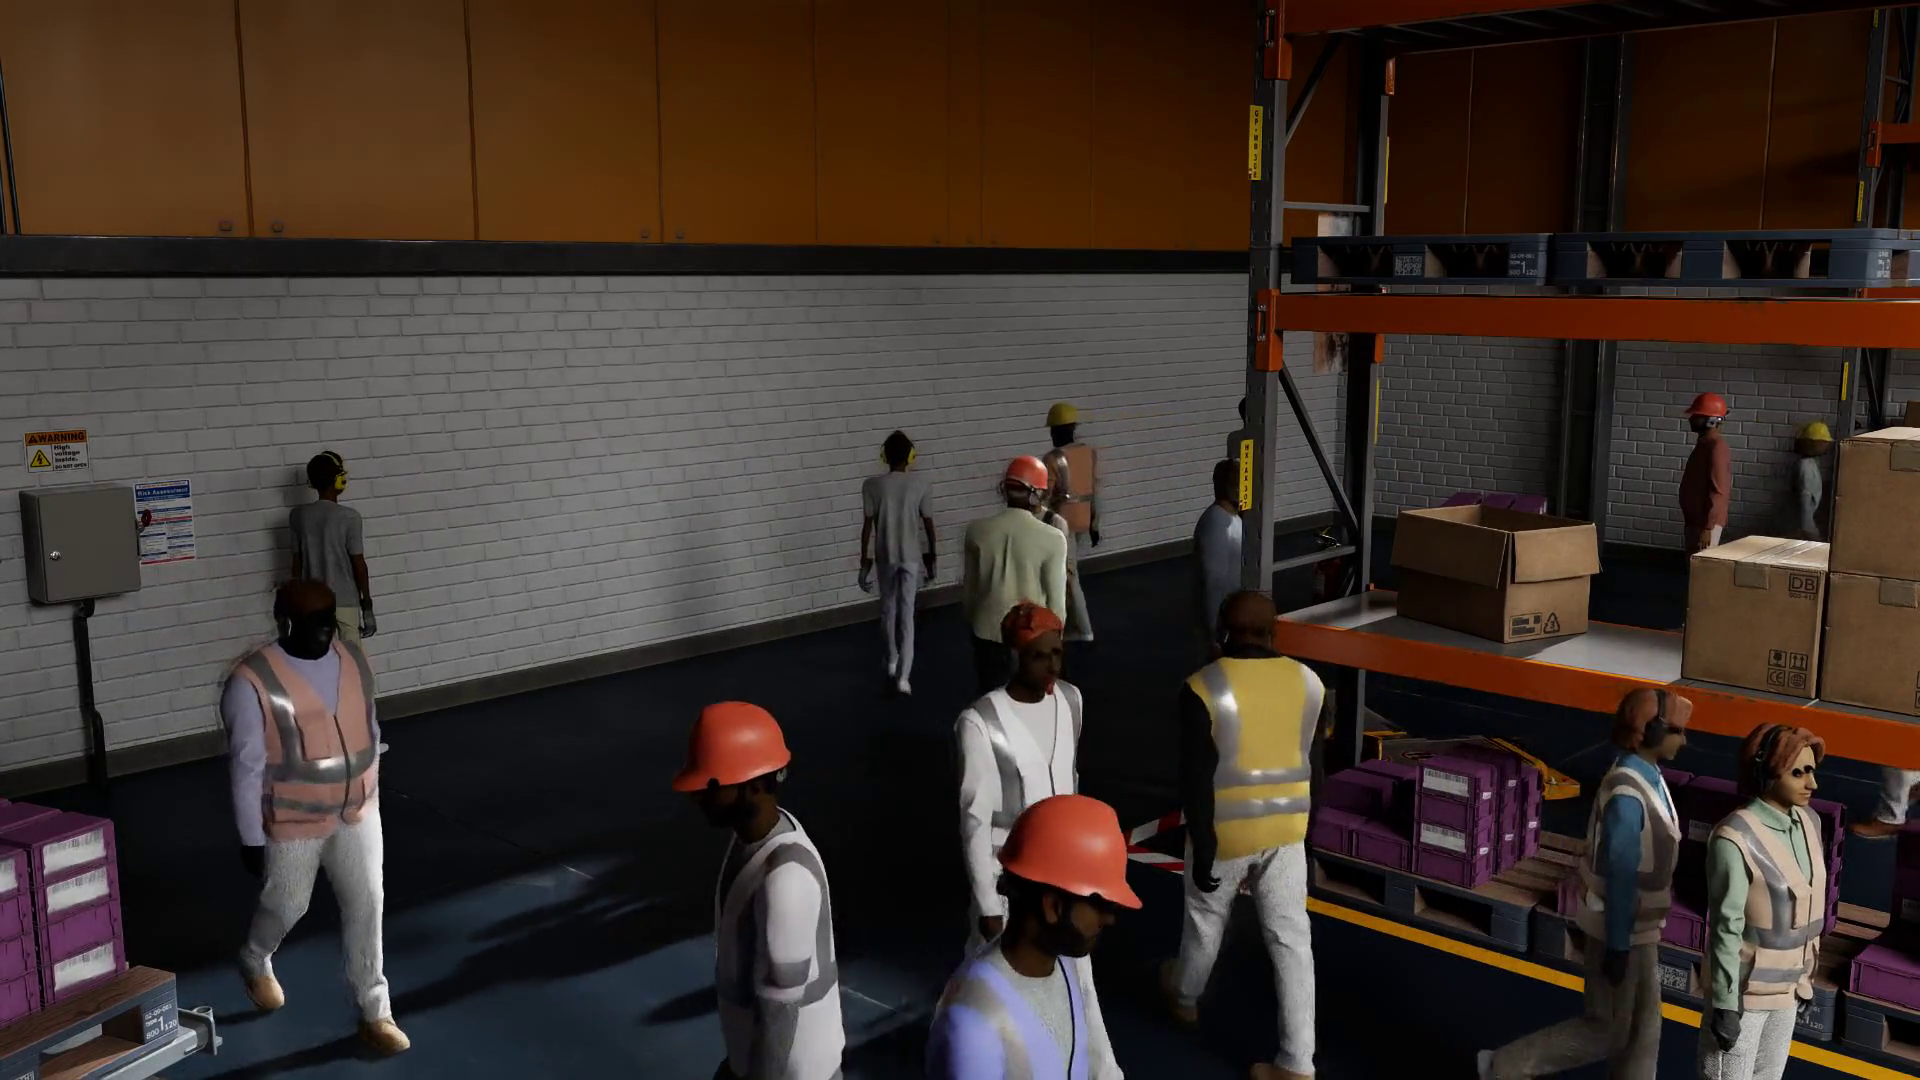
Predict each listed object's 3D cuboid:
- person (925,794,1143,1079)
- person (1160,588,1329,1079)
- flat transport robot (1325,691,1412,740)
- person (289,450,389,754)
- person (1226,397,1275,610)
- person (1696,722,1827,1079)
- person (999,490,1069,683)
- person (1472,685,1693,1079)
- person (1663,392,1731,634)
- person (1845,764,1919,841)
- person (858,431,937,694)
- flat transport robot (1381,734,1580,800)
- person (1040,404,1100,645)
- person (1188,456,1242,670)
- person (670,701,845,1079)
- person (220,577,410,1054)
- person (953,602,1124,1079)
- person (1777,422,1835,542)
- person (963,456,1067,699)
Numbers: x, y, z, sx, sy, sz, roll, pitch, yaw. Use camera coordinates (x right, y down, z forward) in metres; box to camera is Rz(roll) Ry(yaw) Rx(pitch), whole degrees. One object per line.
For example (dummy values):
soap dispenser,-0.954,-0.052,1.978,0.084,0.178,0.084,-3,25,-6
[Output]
person,0.068,1.445,3.465,0.579,1.906,0.590,4,10,24
person,1.061,1.073,6.157,0.631,1.775,1.022,-3,10,-18
flat transport robot,2.212,1.143,10.314,0.652,0.197,1.431,-2,9,-11
person,-3.756,0.403,9.979,0.548,1.874,0.341,2,9,13
person,2.500,-0.316,14.371,0.329,1.872,0.510,-5,11,-28
person,2.363,1.339,4.931,0.517,1.641,0.308,-7,12,-38
person,0.391,0.452,9.836,0.514,1.809,0.631,5,11,30
person,2.097,1.261,5.503,0.613,1.613,0.513,5,11,29
person,5.784,-0.152,12.981,0.375,1.997,0.612,2,9,10
person,4.813,0.600,8.607,0.512,1.915,0.662,-1,9,-5
person,-0.438,0.145,11.722,0.546,1.817,0.994,0,9,2
flat transport robot,2.666,1.299,9.361,1.431,0.197,0.652,-2,9,-11
person,0.788,-0.135,13.190,0.816,1.887,0.610,9,13,44
person,1.440,0.497,9.181,0.353,1.936,0.633,2,10,14
person,-0.524,1.325,4.315,1.021,1.870,0.551,-3,10,-19
person,-2.506,1.021,6.366,0.880,1.812,0.635,7,12,37
person,0.278,1.134,5.556,0.605,1.836,0.974,-8,12,-39
person,6.991,-0.144,13.853,0.912,1.696,0.503,6,11,32
person,0.293,0.507,9.171,0.619,1.944,1.059,2,10,15
